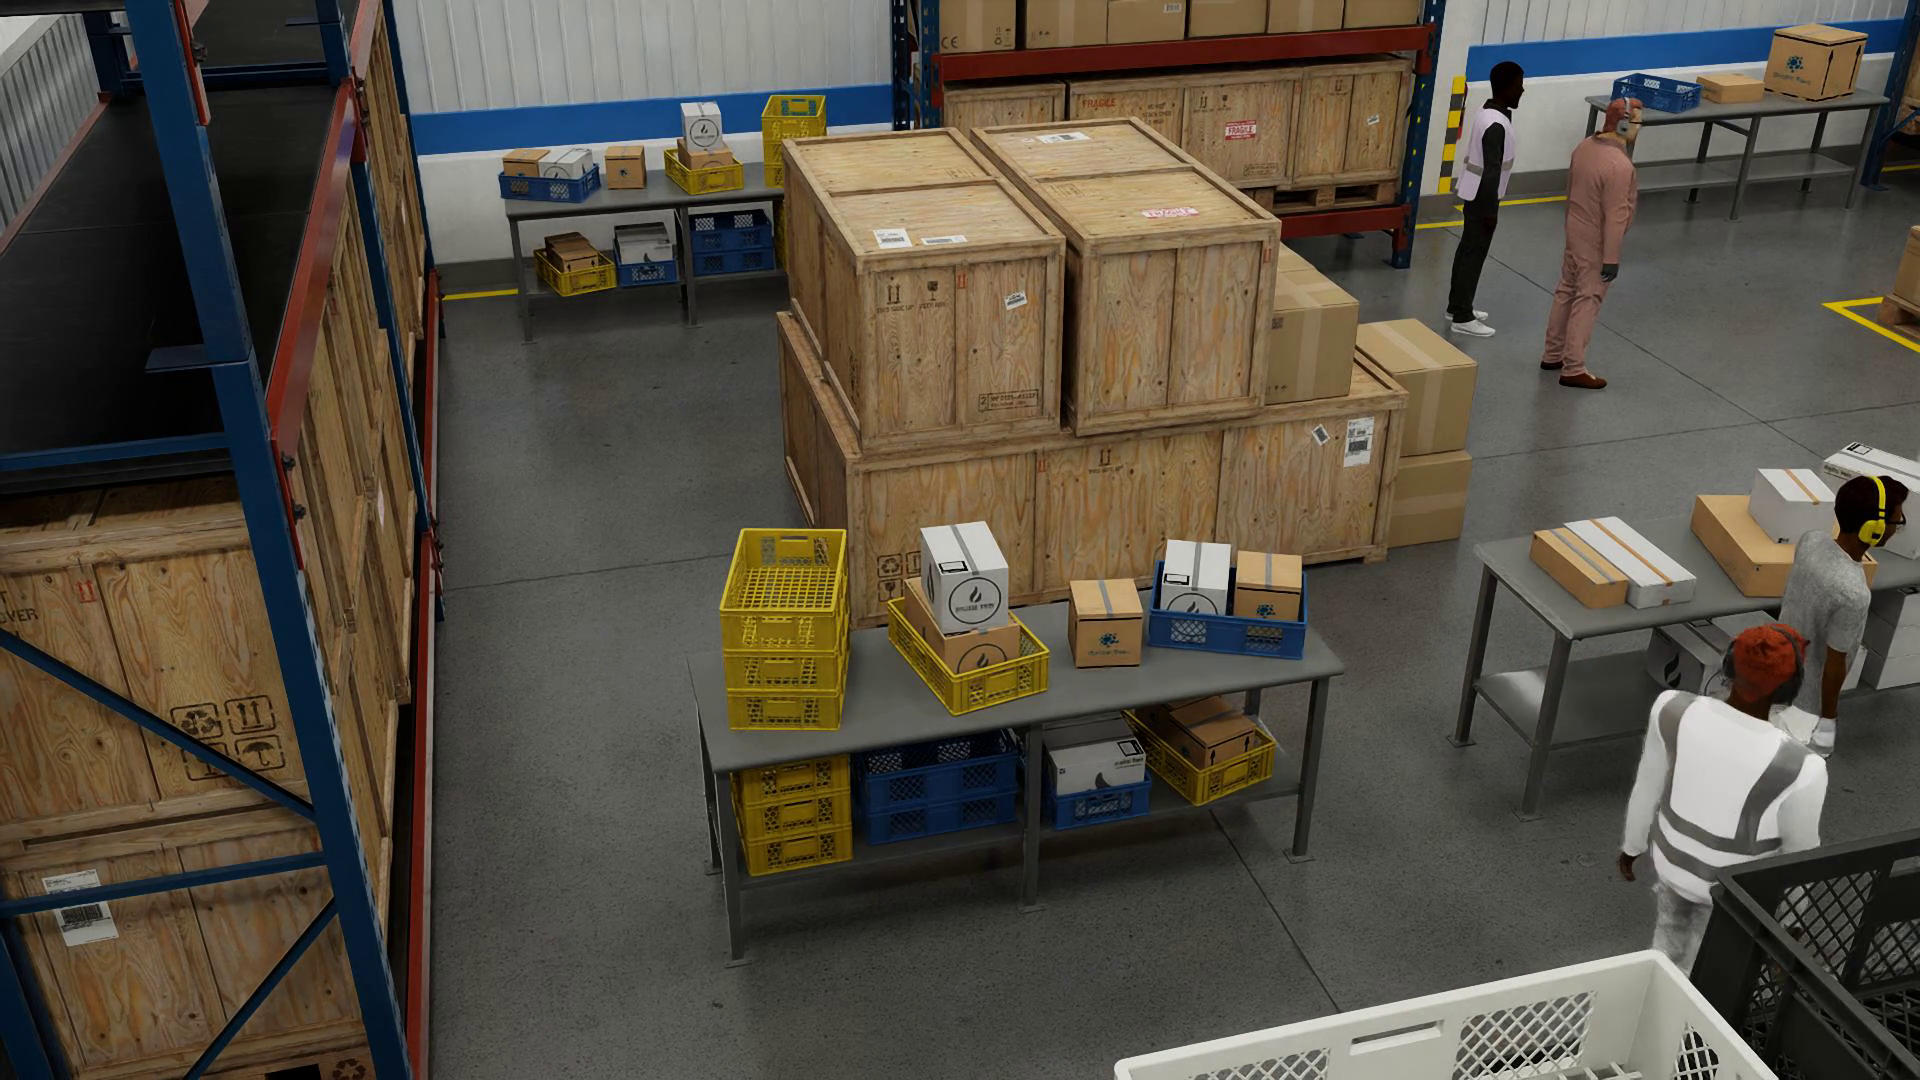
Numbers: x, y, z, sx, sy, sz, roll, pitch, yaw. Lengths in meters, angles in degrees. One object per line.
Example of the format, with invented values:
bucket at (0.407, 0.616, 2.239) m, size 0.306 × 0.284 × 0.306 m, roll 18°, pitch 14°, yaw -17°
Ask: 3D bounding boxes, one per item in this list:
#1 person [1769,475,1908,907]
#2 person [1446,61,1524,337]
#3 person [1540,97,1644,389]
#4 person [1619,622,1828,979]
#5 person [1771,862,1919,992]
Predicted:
person at (3.242, 0.591, 6.392) m, size 0.322 × 1.855 × 0.510 m, roll 1°, pitch 29°, yaw 3°
person at (3.710, -2.420, 11.785) m, size 0.391 × 1.920 × 0.593 m, roll 4°, pitch 29°, yaw 7°
person at (4.202, -1.959, 10.964) m, size 0.401 × 1.904 × 0.651 m, roll -3°, pitch 29°, yaw -5°
person at (2.469, 1.089, 5.457) m, size 0.531 × 1.880 × 0.595 m, roll -21°, pitch 35°, yaw -33°
person at (3.552, 1.009, 5.615) m, size 1.065 × 1.879 × 0.628 m, roll 25°, pitch 37°, yaw 37°
